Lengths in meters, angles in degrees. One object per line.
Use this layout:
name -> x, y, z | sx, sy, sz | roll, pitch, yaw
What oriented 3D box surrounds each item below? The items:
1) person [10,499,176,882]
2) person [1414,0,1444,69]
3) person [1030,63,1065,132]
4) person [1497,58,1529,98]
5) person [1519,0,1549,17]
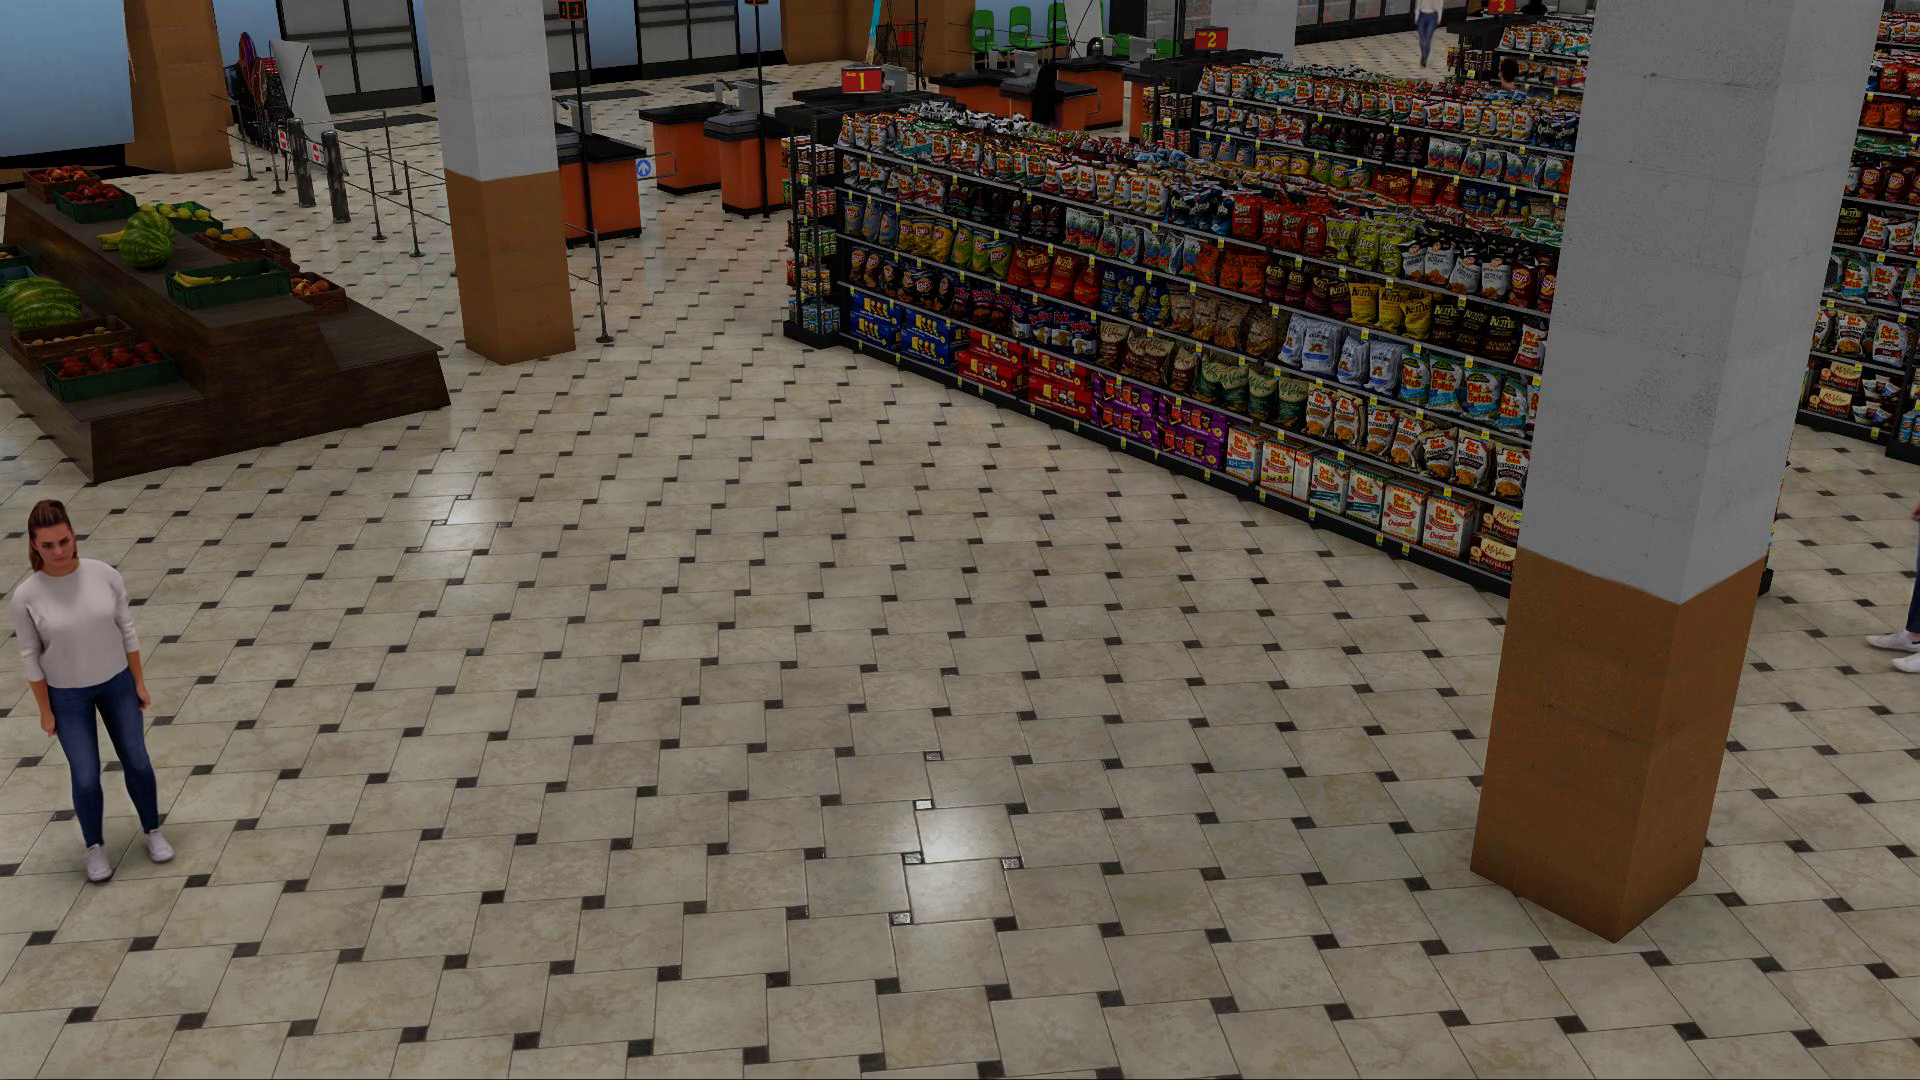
person -> -3.689, 0.637, 7.064 | 0.589, 1.721, 0.502 | -18, 30, -36
person -> 8.454, -9.397, 30.079 | 1.133, 1.655, 0.998 | 10, 26, 22
person -> 0.915, -4.473, 18.756 | 0.961, 1.710, 0.829 | 15, 28, 31
person -> 5.968, -4.256, 18.148 | 0.969, 1.802, 1.241 | -8, 25, -18
person -> 9.225, -8.044, 26.894 | 0.685, 1.729, 0.752 | 3, 24, 7
